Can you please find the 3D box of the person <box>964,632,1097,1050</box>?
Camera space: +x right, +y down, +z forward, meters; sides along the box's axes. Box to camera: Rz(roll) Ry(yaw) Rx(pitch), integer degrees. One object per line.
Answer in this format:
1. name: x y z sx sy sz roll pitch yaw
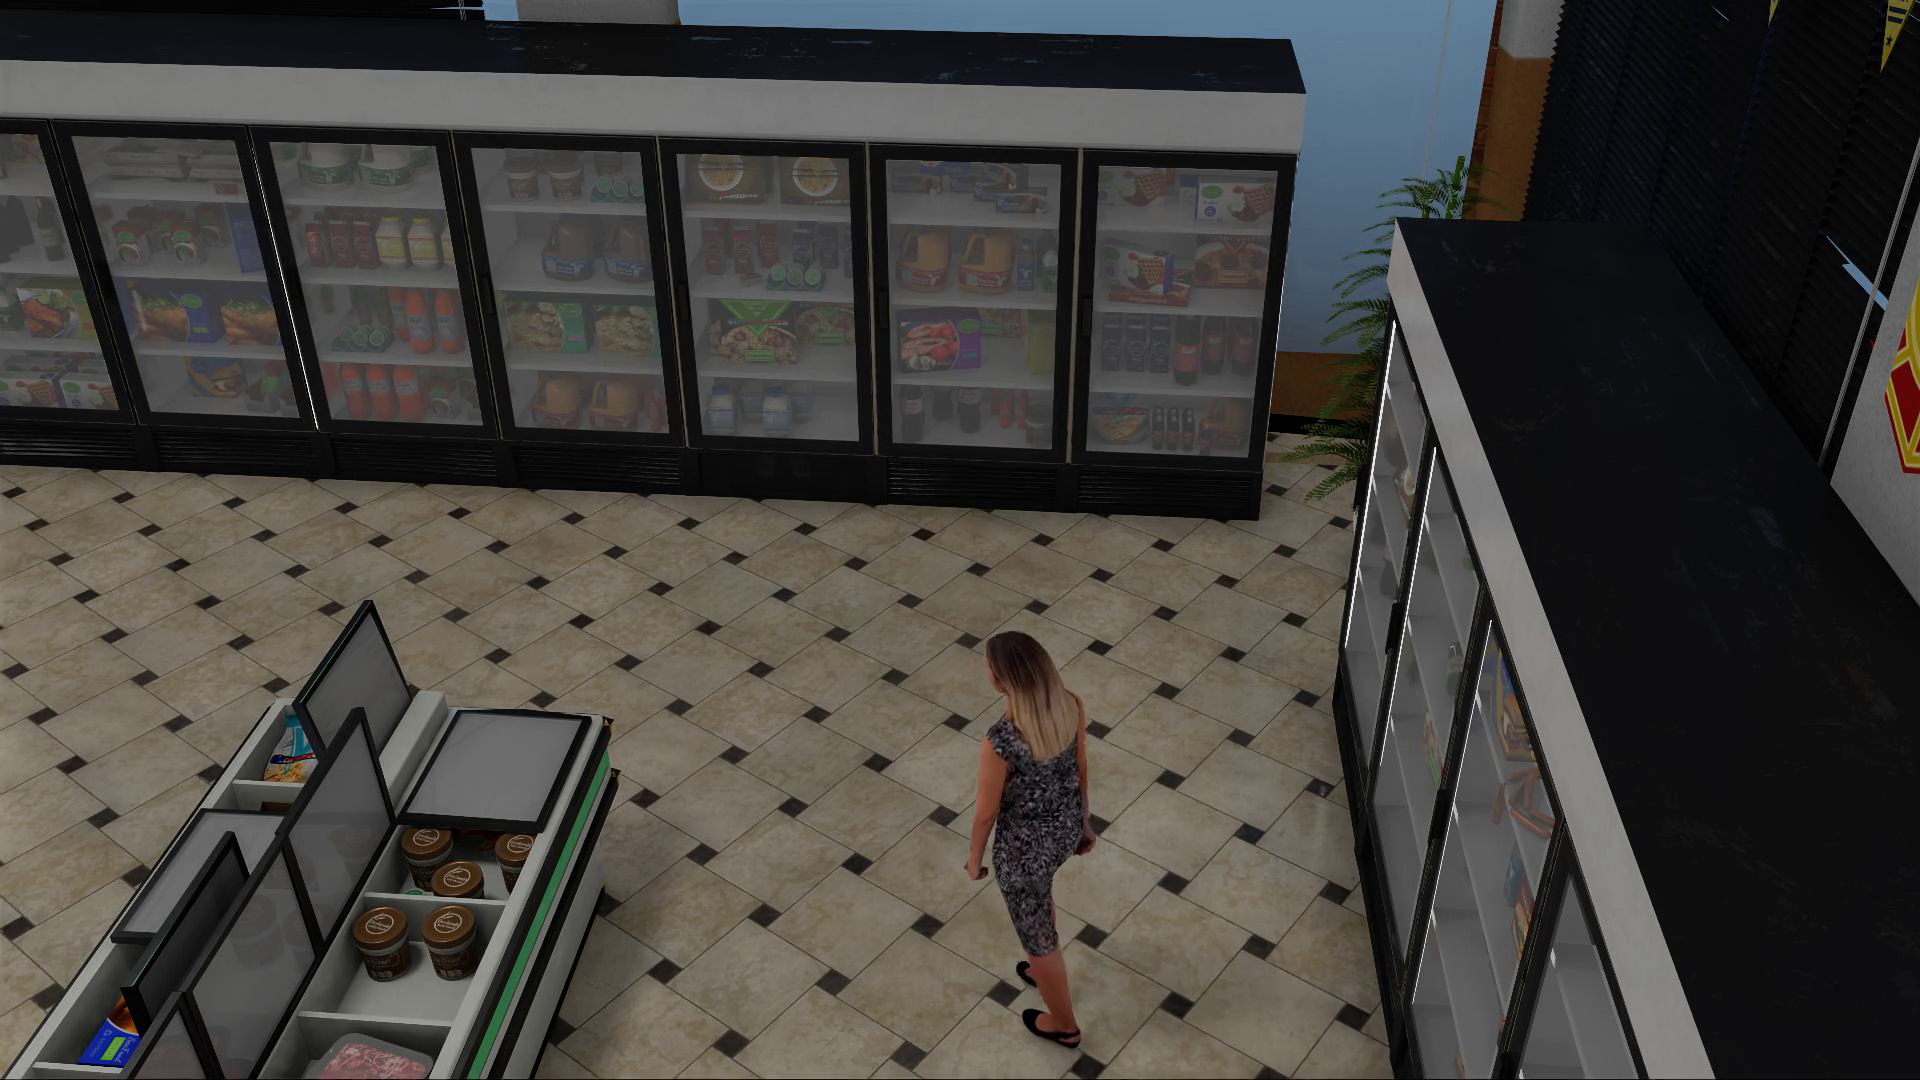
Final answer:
1. person: 0.305 1.063 5.377 0.762 1.678 0.822 -23 39 -32
